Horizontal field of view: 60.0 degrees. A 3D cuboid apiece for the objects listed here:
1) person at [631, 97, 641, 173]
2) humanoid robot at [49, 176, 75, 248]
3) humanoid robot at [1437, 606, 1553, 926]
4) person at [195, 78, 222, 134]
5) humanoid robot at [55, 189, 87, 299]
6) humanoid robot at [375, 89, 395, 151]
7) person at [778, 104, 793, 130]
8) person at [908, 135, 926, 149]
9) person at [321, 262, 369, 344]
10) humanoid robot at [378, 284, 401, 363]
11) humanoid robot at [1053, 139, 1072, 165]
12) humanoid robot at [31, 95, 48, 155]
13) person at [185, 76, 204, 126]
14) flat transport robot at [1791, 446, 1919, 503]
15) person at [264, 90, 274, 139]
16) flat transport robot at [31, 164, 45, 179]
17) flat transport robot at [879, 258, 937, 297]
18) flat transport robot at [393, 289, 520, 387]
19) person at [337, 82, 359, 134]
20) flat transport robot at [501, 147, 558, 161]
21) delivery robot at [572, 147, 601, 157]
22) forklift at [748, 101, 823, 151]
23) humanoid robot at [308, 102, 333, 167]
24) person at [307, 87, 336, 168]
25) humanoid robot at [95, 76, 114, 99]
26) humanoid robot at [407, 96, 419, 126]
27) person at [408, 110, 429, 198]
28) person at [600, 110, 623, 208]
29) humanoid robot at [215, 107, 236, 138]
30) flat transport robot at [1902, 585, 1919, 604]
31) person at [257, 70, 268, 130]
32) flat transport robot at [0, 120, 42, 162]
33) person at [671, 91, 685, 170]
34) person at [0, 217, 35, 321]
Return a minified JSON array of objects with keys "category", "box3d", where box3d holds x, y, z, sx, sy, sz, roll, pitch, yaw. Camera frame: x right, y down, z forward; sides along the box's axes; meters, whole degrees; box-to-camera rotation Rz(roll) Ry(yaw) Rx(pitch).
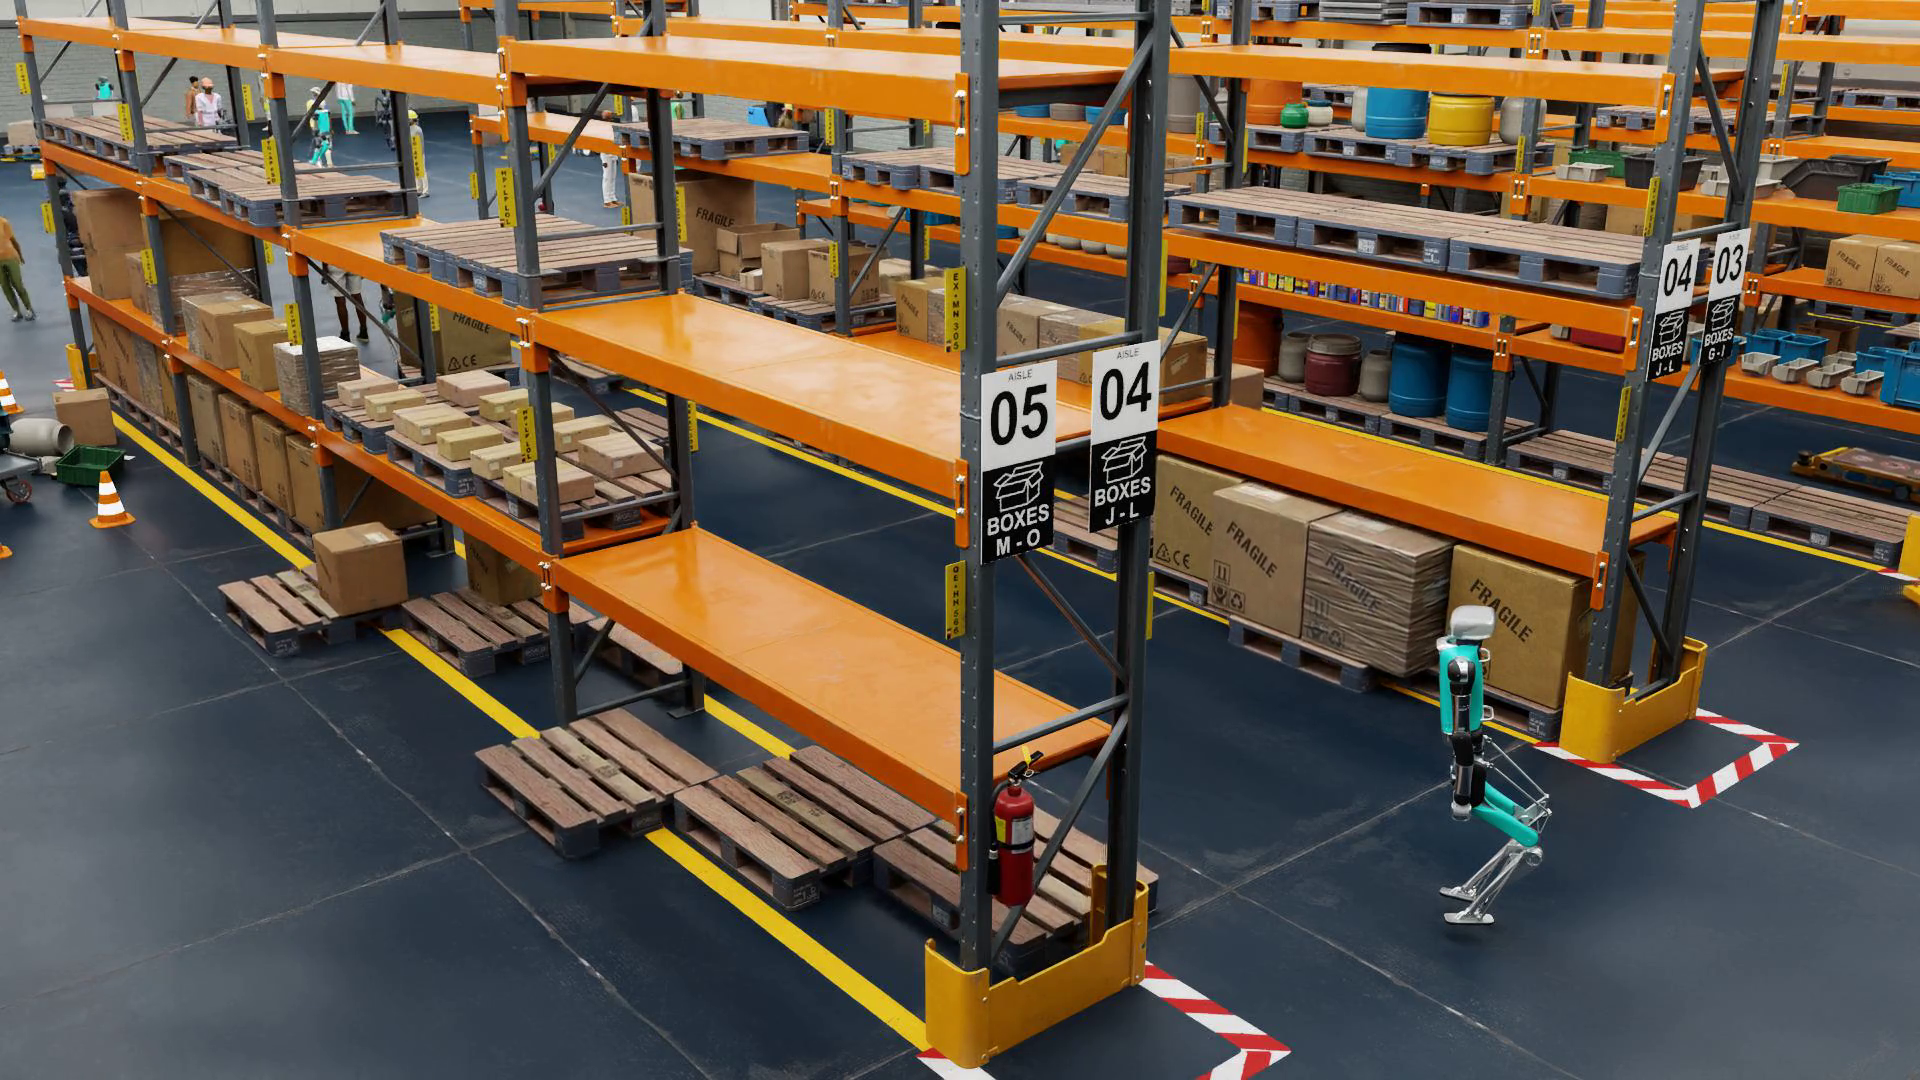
[{"category":"person","box3d":[-7.399,-9.108,37.407,0.359,1.894,0.585,-13,23,-33]},{"category":"humanoid robot","box3d":[-14.992,-5.603,27.766,0.367,1.648,0.599,-2,19,-6]},{"category":"humanoid robot","box3d":[2.690,1.144,8.271,0.735,1.672,0.533,5,20,14]},{"category":"person","box3d":[-17.782,-9.935,39.538,0.380,2.045,0.604,17,25,39]},{"category":"humanoid robot","box3d":[-12.610,-4.186,23.812,0.722,1.632,0.611,9,21,23]},{"category":"humanoid robot","box3d":[-14.719,-10.824,42.695,0.612,1.619,0.817,-3,20,-8]},{"category":"person","box3d":[-3.849,-8.861,36.982,0.597,1.716,0.900,-15,24,-36]},{"category":"person","box3d":[-0.843,-7.502,33.066,0.326,1.739,0.472,-15,25,-37]},{"category":"person","box3d":[-7.898,-3.476,21.272,0.364,1.963,0.610,15,25,37]},{"category":"humanoid robot","box3d":[-6.705,-2.860,19.887,0.530,1.779,0.871,-14,24,-35]},{"category":"humanoid robot","box3d":[2.305,-7.656,33.575,0.897,1.802,0.559,-15,24,-36]},{"category":"humanoid robot","box3d":[-20.949,-9.274,38.141,0.536,1.812,0.655,-16,25,-39]},{"category":"person","box3d":[-19.829,-11.134,43.244,0.551,1.838,0.815,7,20,19]},{"category":"flat transport robot","box3d":[8.715,-0.616,15.689,0.659,0.231,1.431,-14,24,-34]},{"category":"person","box3d":[-18.539,-11.575,44.717,0.318,1.697,0.539,-9,21,-24]},{"category":"flat transport robot","box3d":[-20.757,-8.399,37.839,0.659,0.231,1.431,-10,22,-26]},{"category":"flat transport robot","box3d":[-1.046,-3.012,22.507,0.659,0.231,1.431,-15,24,-37]},{"category":"flat transport robot","box3d":[-5.655,-1.706,18.791,0.659,0.231,1.431,-8,21,-23]},{"category":"person","box3d":[-17.175,-12.307,46.540,0.597,1.885,0.433,10,22,26]},{"category":"flat transport robot","box3d":[-10.600,-9.538,41.082,0.659,0.231,1.431,11,22,28]},{"category":"delivery robot","box3d":[-9.388,-9.918,41.717,0.740,0.585,0.523,11,22,28]},{"category":"forklift","box3d":[-4.526,-11.368,42.374,1.129,2.768,1.873,-15,24,-37]},{"category":"humanoid robot","box3d":[-14.158,-8.655,36.513,0.780,1.889,0.544,6,20,16]},{"category":"person","box3d":[-14.884,-9.556,38.688,0.531,1.893,0.400,3,20,7]},{"category":"humanoid robot","box3d":[-22.812,-11.353,44.088,0.539,1.780,0.934,5,20,13]},{"category":"humanoid robot","box3d":[-13.117,-9.728,39.495,0.583,1.643,0.351,0,19,-1]},{"category":"person","box3d":[-11.240,-7.958,34.326,0.532,1.768,0.309,16,25,39]},{"category":"person","box3d":[-6.954,-7.565,33.031,0.340,1.882,0.582,4,20,12]},{"category":"humanoid robot","box3d":[-15.992,-8.599,36.304,0.600,1.642,0.617,7,20,18]},{"category":"flat transport robot","box3d":[8.086,0.433,12.703,1.431,0.231,0.659,-2,19,-5]},{"category":"person","box3d":[-19.864,-12.706,47.676,0.401,1.876,0.497,9,21,23]},{"category":"flat transport robot","box3d":[-22.653,-9.424,40.756,1.431,0.231,0.659,-6,20,-15]},{"category":"person","box3d":[-6.464,-9.416,38.161,0.387,1.977,0.489,-8,21,-23]},{"category":"person","box3d":[-13.006,-3.788,22.579,0.489,1.673,0.523,-5,20,-14]}]
